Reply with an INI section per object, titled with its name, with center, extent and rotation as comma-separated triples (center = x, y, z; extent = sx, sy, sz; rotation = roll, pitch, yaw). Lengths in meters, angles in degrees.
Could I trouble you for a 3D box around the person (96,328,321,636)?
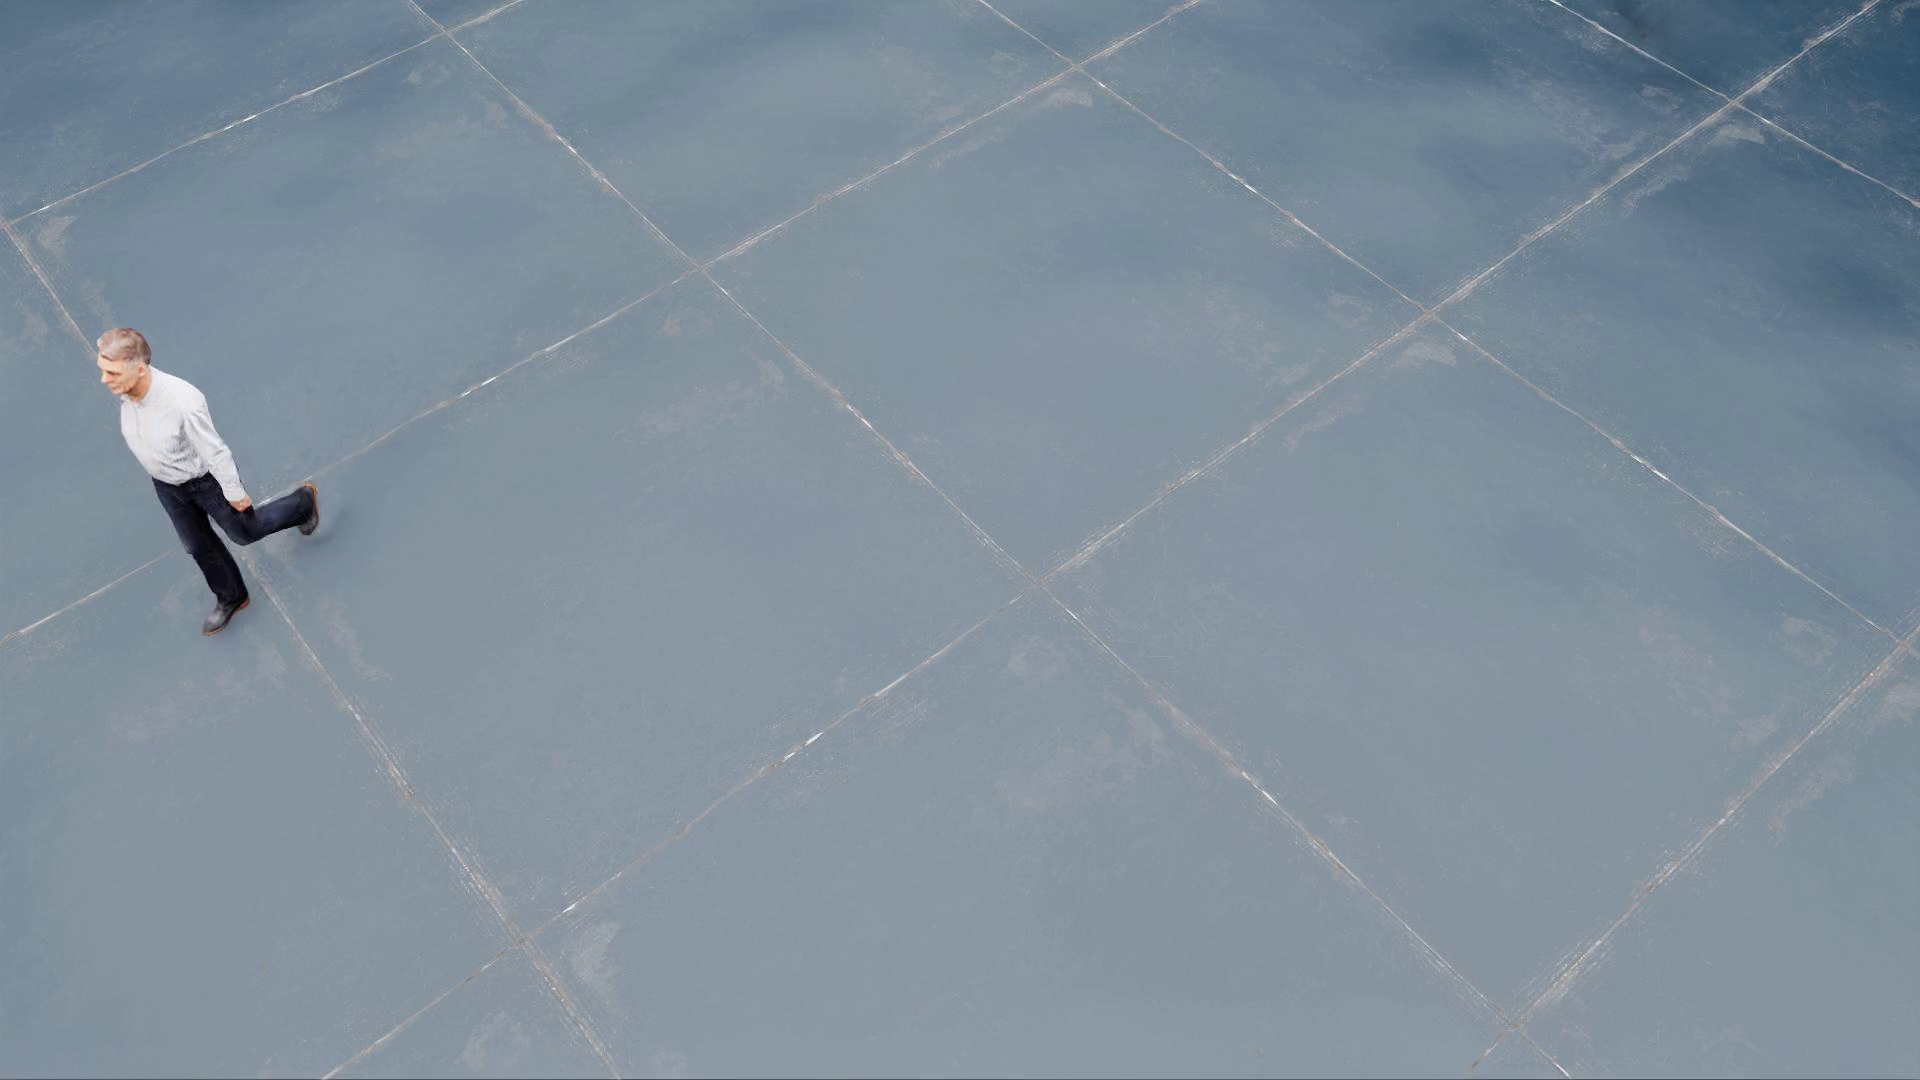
[person]
center = -3.473, -0.350, 7.675
extent = 0.949, 1.800, 1.181
rotation = 20, 55, 15
